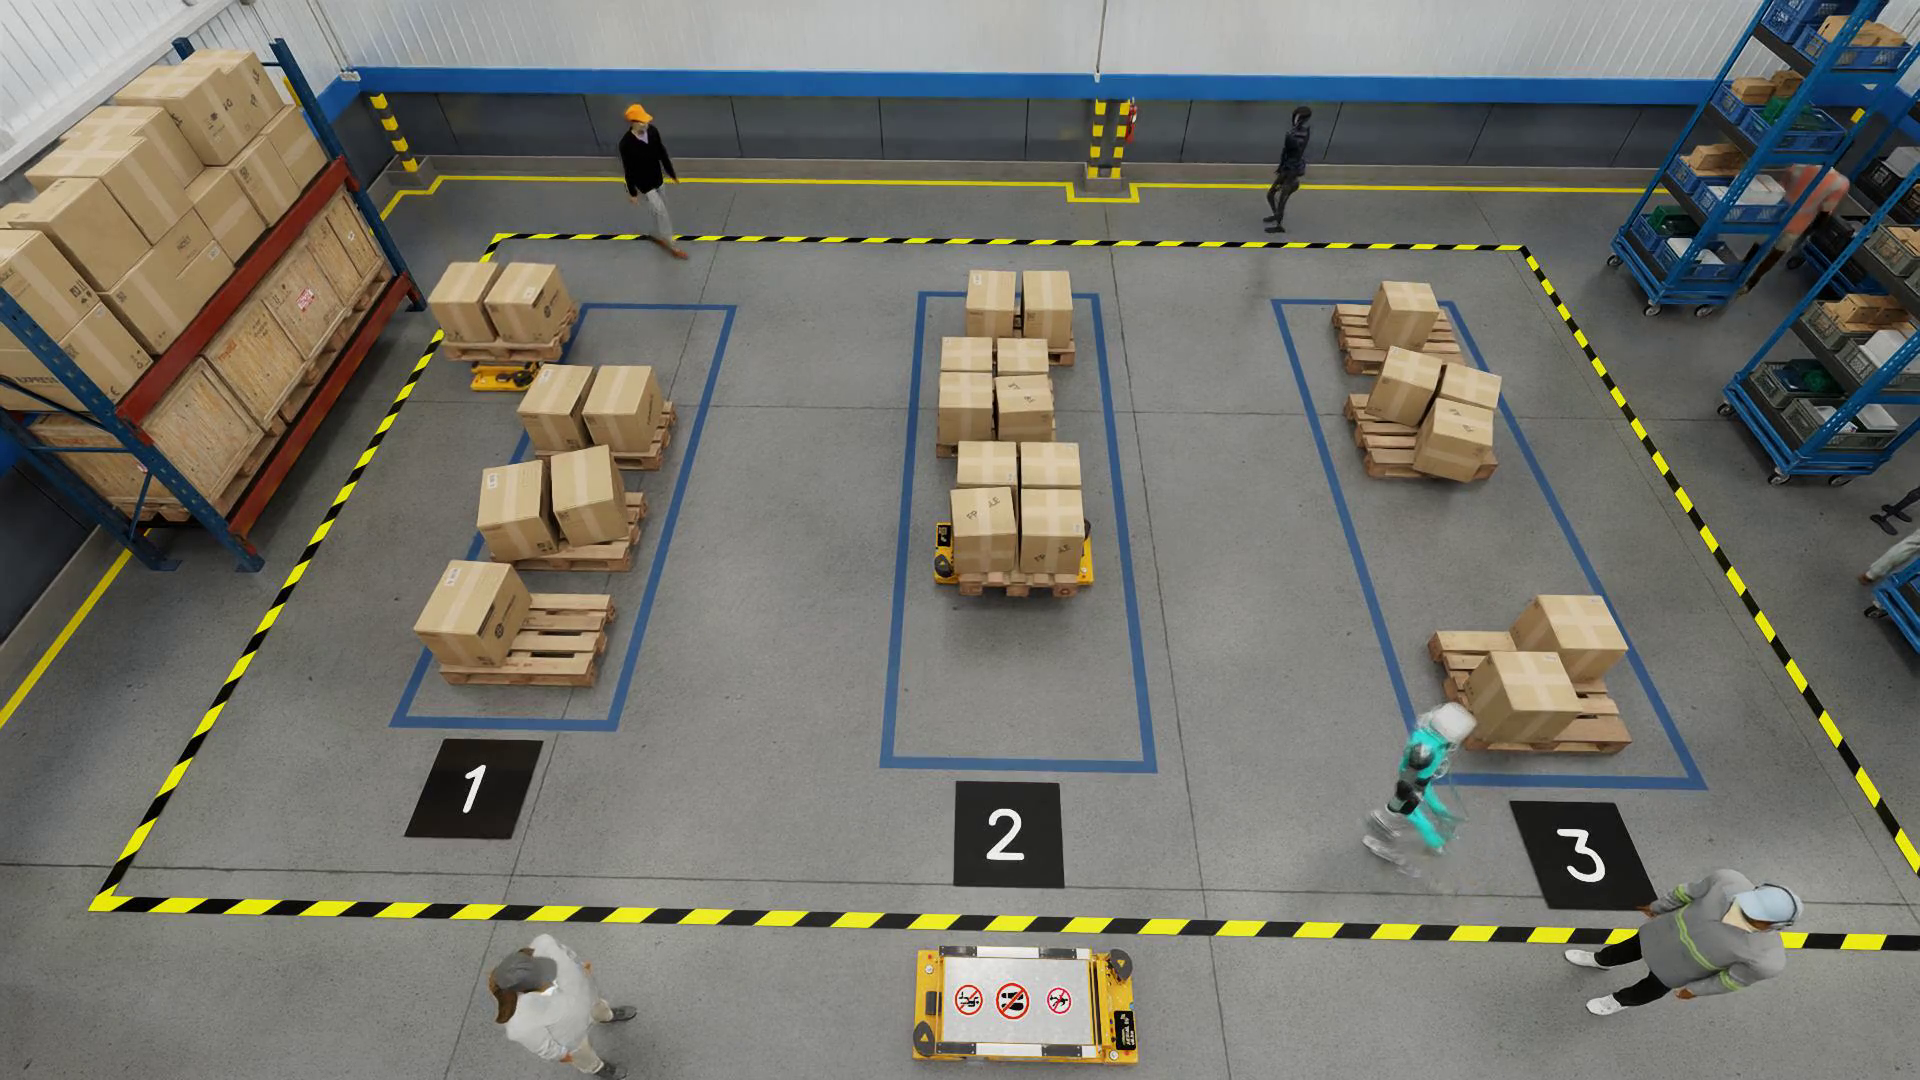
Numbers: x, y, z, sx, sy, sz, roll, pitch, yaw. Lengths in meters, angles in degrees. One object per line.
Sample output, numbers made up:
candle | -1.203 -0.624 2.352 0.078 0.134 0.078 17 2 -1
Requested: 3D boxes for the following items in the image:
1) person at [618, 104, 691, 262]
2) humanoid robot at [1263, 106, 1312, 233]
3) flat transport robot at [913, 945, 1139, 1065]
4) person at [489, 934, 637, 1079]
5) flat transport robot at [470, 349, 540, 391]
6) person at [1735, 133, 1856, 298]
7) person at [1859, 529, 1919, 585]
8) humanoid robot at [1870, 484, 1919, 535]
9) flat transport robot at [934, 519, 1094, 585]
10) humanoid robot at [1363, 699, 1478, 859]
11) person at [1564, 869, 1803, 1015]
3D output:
person | -3.598 -4.234 10.917 0.819 1.852 0.625 22 54 17
humanoid robot | 4.042 -4.519 11.265 0.342 1.647 0.598 0 51 0
flat transport robot | 0.422 3.041 6.007 1.431 0.231 0.659 1 51 1
person | -2.284 2.714 5.304 0.401 1.768 0.574 -1 51 -1
flat transport robot | -4.931 -2.217 10.275 0.652 0.197 1.431 1 51 1
person | 9.333 -3.608 10.352 0.500 1.938 0.606 -36 59 -26
person | 8.372 -0.183 7.567 0.357 1.932 0.629 -21 54 -16
humanoid robot | 8.957 -0.710 8.149 0.599 1.653 0.315 -24 55 -18
flat transport robot | 0.490 0.087 8.397 1.431 0.197 0.652 1 51 1
humanoid robot | 3.168 1.701 6.065 0.736 1.678 0.533 35 59 25
person | 4.313 2.430 5.483 0.371 1.853 0.588 0 51 0
